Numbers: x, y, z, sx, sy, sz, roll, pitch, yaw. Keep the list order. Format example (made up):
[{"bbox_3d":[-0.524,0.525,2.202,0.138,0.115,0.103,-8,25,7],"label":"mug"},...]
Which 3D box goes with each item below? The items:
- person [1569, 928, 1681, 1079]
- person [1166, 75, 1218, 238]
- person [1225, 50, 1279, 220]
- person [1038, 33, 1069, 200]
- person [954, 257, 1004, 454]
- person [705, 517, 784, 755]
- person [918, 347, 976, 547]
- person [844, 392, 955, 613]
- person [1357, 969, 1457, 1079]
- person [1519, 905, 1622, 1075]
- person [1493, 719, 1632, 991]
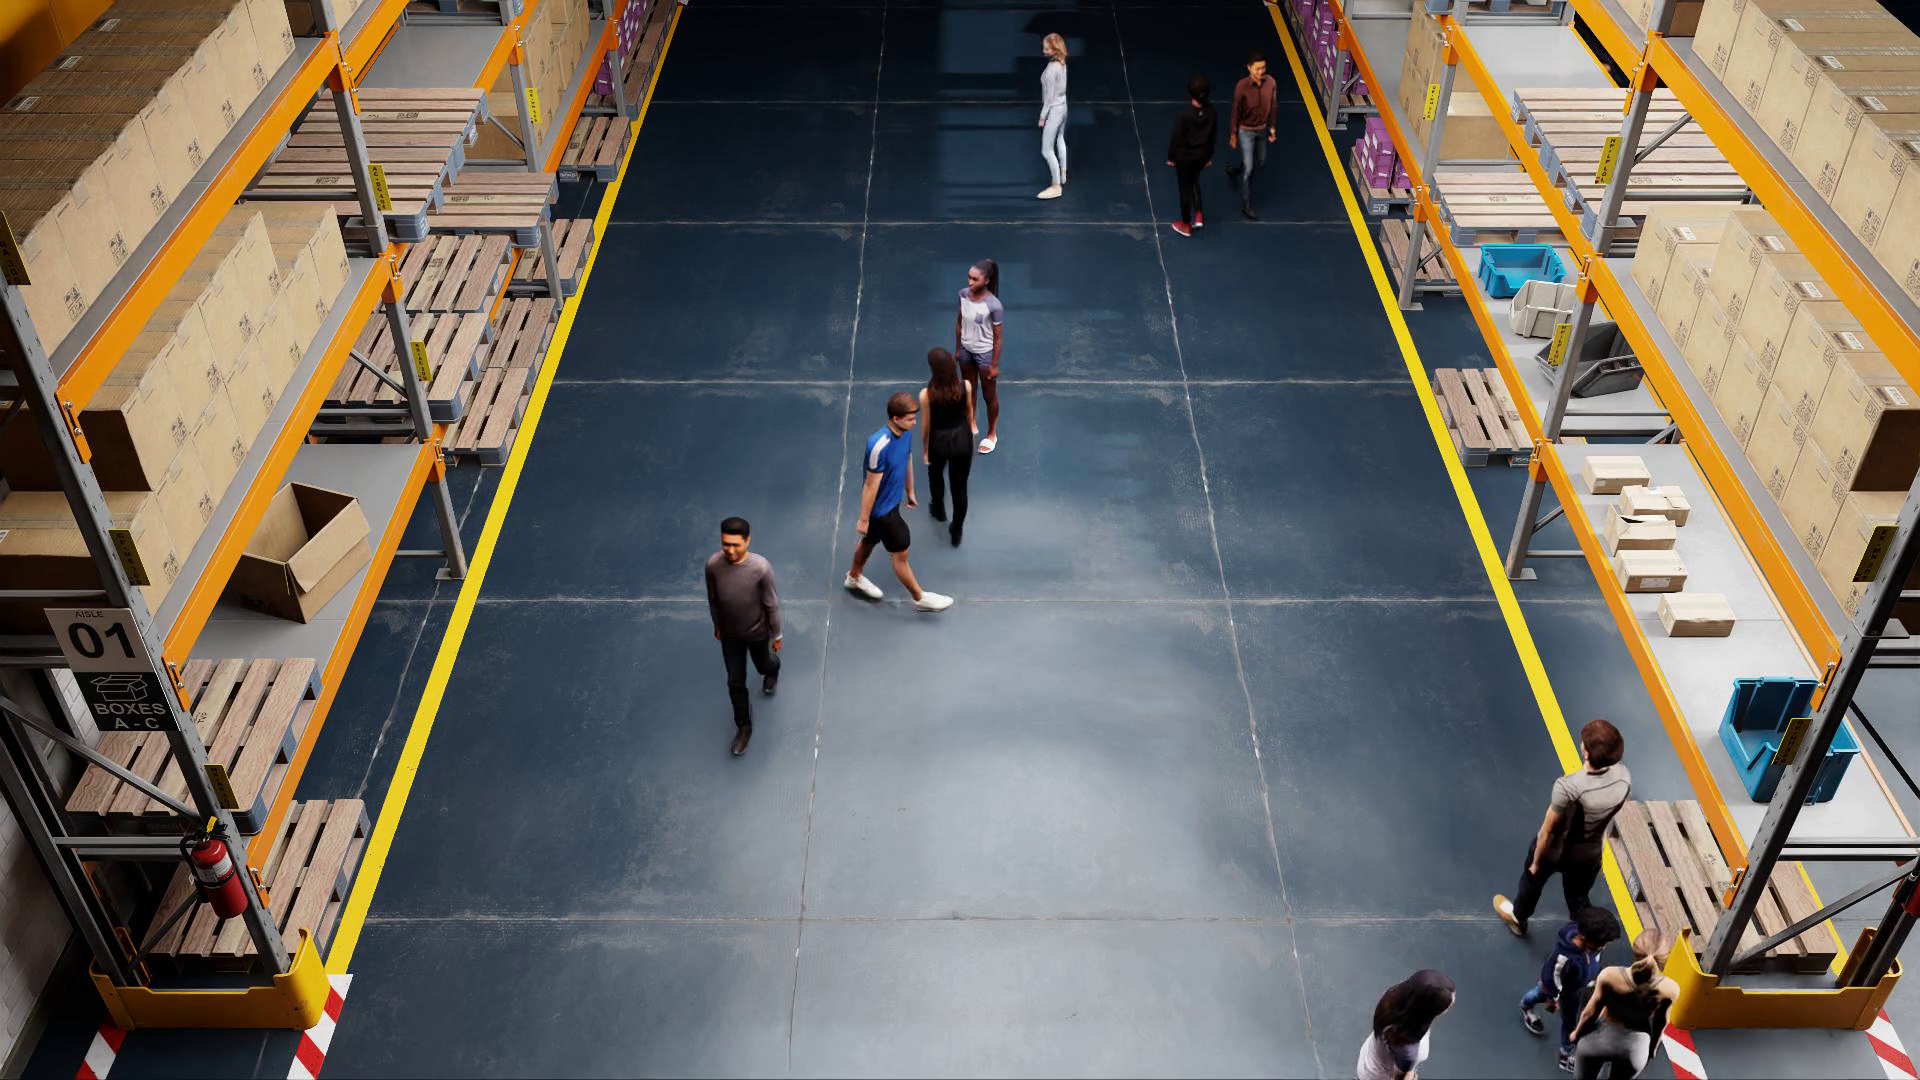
[{"bbox_3d":[3.356,2.579,8.525,0.620,1.704,0.591,9,40,11],"label":"person"},{"bbox_3d":[2.345,-3.763,16.502,0.720,1.660,0.764,-17,42,-20],"label":"person"},{"bbox_3d":[2.923,-4.176,16.942,0.885,1.755,1.047,-16,41,-19],"label":"person"},{"bbox_3d":[1.008,-4.418,17.234,0.947,1.770,0.639,19,43,23],"label":"person"},{"bbox_3d":[0.164,-1.525,13.649,0.704,1.722,0.746,26,45,29],"label":"person"},{"bbox_3d":[-1.387,0.537,11.053,1.129,1.739,0.803,0,39,0],"label":"person"},{"bbox_3d":[-0.070,-0.662,12.612,0.699,1.668,0.822,-5,39,-7],"label":"person"},{"bbox_3d":[-0.639,-0.293,12.040,1.028,1.804,1.182,15,41,18],"label":"person"},{"bbox_3d":[2.090,2.671,8.425,0.737,1.685,0.588,1,39,2],"label":"person"},{"bbox_3d":[3.303,2.378,9.193,0.682,1.185,0.878,-14,41,-17],"label":"person"},{"bbox_3d":[3.500,1.789,9.382,0.758,1.870,1.151,-6,39,-8],"label":"person"}]
